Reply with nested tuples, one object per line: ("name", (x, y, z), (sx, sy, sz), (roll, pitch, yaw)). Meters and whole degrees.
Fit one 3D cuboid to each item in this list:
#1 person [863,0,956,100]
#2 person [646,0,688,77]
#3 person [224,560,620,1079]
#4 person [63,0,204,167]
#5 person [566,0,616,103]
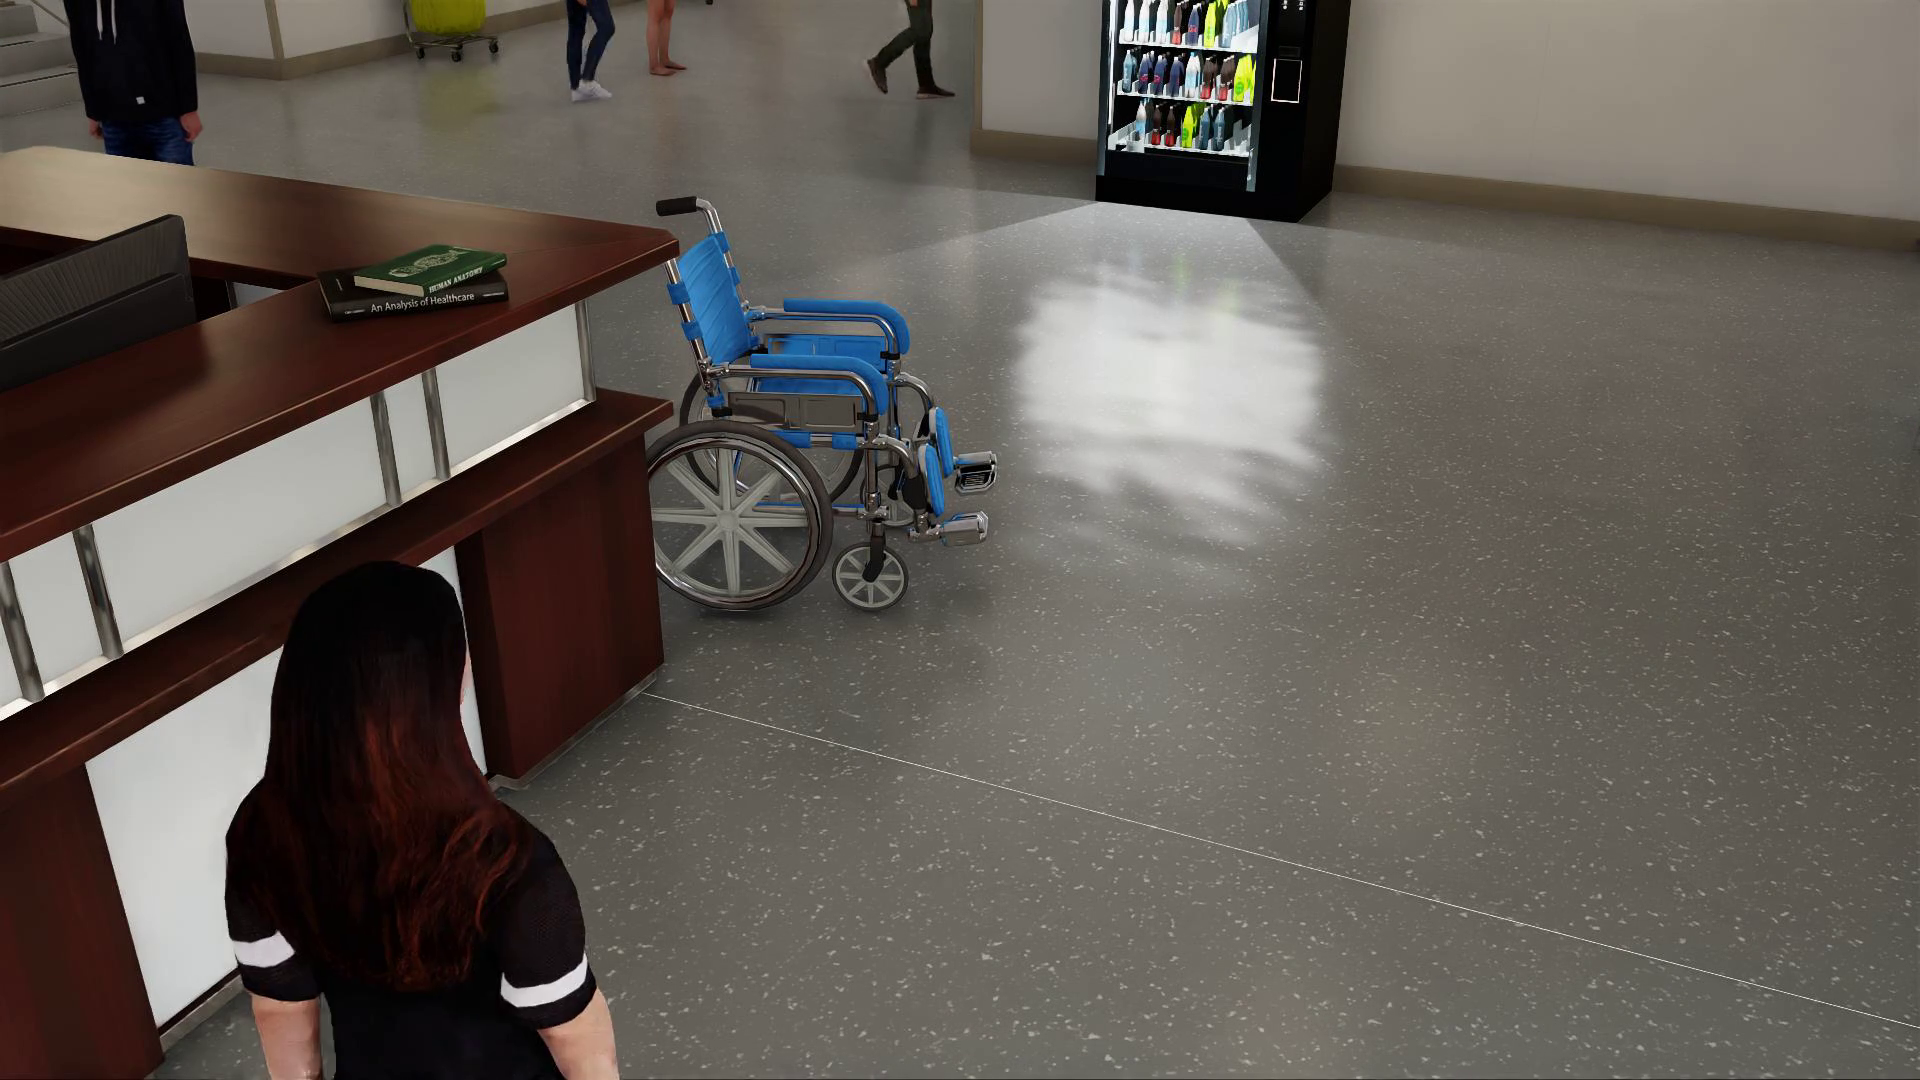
("person", (-0.396, -4.065, 12.222), (0.998, 1.641, 0.802), (1, 26, 2))
("person", (-2.412, -4.625, 13.308), (0.568, 1.706, 0.629), (7, 27, 14))
("person", (-0.687, 0.810, 2.129), (0.593, 1.628, 0.698), (7, 27, 15))
("person", (-3.674, -1.924, 7.497), (0.659, 1.889, 0.811), (1, 26, 1))
("person", (-2.872, -4.064, 12.124), (0.806, 1.725, 0.741), (-10, 27, -19))
